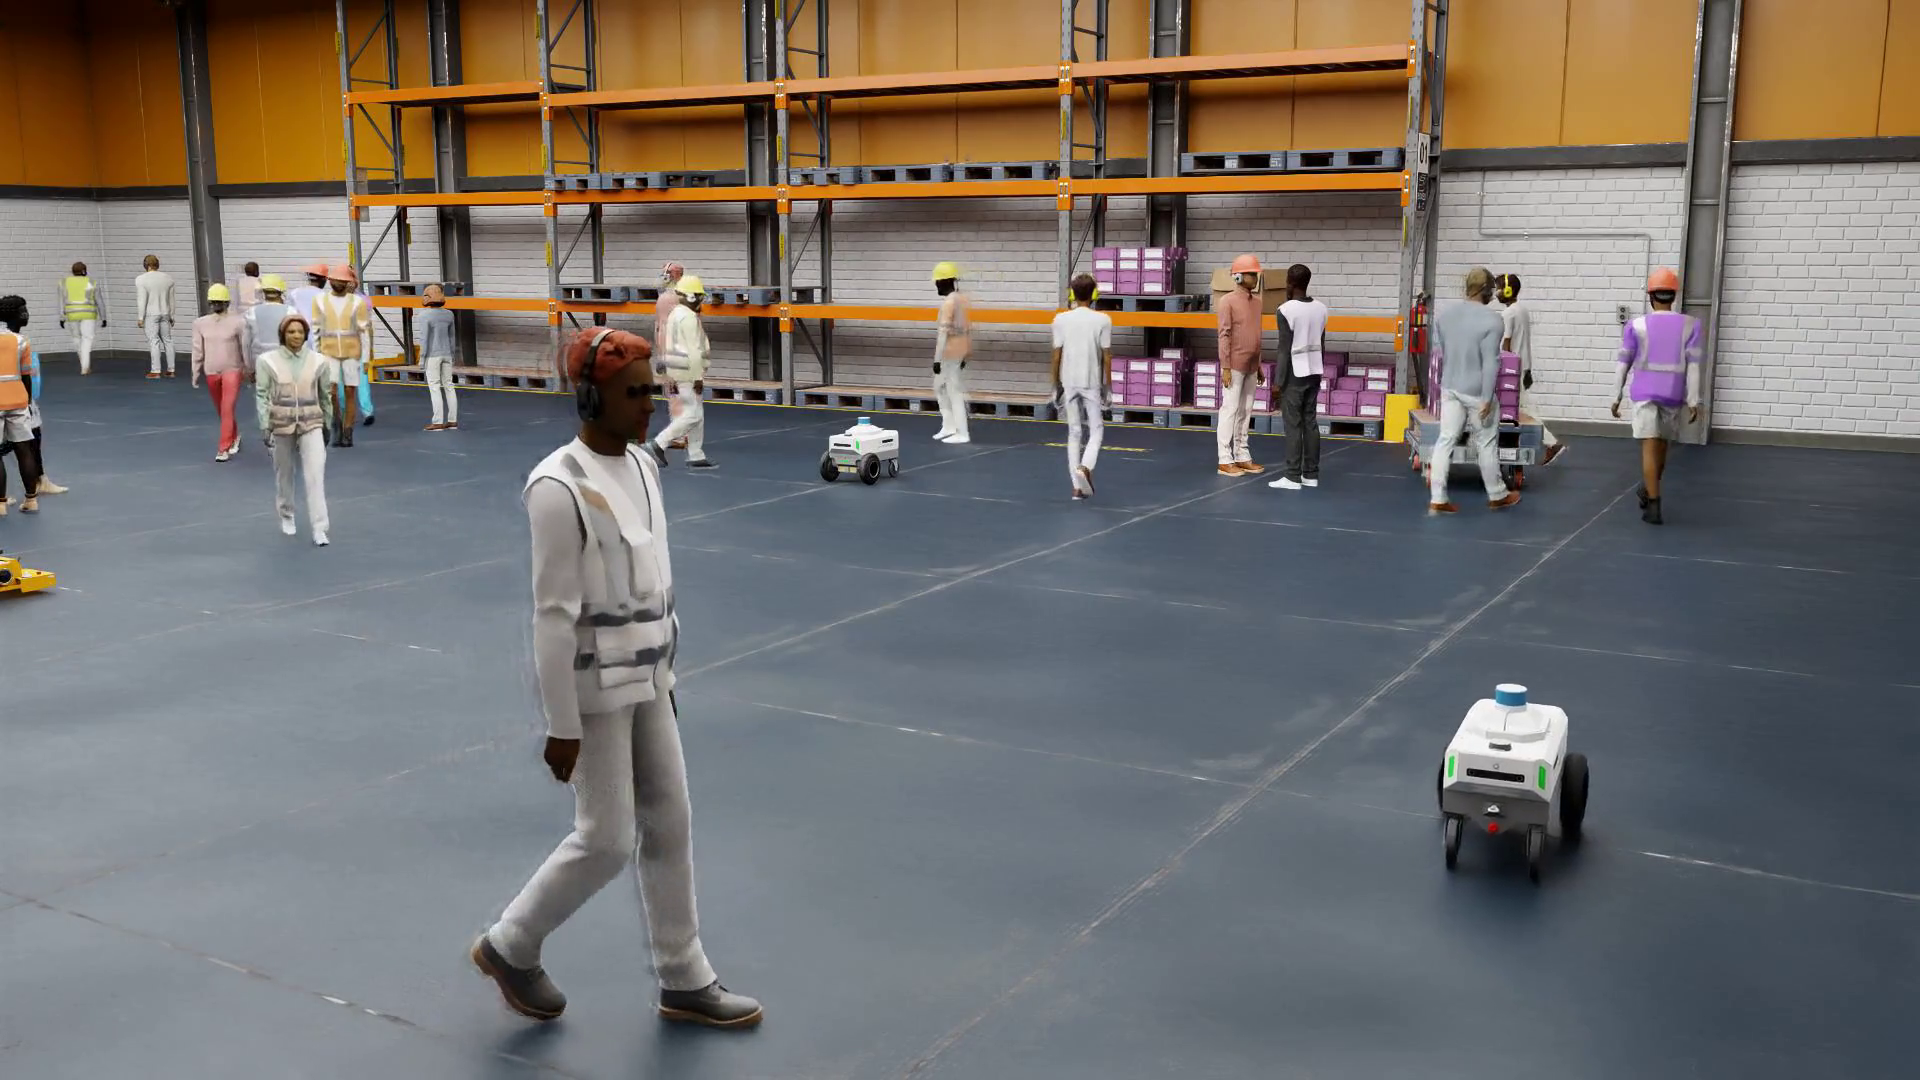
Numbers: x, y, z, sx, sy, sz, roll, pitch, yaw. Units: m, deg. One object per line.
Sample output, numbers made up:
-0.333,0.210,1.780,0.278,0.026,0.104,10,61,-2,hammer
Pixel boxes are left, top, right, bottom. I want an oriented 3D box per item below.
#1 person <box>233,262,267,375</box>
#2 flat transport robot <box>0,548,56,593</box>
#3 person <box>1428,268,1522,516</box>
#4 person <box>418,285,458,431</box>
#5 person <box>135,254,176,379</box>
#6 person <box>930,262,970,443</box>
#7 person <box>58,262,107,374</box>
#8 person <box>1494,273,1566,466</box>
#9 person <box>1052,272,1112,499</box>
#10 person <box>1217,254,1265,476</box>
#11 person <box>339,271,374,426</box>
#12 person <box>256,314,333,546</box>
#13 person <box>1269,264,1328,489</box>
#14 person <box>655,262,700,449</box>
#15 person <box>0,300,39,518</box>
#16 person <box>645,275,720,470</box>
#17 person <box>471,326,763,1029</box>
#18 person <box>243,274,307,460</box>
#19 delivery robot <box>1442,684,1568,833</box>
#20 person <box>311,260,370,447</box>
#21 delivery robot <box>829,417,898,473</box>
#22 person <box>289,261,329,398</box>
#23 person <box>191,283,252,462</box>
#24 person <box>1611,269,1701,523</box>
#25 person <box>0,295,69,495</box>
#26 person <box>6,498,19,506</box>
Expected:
-11.449,-3.604,27.070,0.647,1.797,0.952,1,10,8,person
-6.062,0.262,9.518,0.652,0.197,1.431,6,12,29,flat transport robot
3.978,-1.138,12.830,0.888,1.898,0.633,-7,12,-35,person
-5.887,-2.046,18.729,0.266,1.632,0.509,6,12,29,person
-12.627,-3.504,26.129,0.356,1.936,0.638,6,12,29,person
-0.150,-1.959,17.461,0.602,1.902,0.601,3,10,14,person
-14.348,-3.639,27.277,0.660,1.794,0.939,-2,10,-11,person
5.312,-1.609,15.740,0.892,1.827,0.535,6,12,31,person
0.979,-1.234,13.508,0.519,1.859,0.506,3,10,17,person
2.555,-1.583,15.080,0.375,1.997,0.611,9,14,42,person
-7.053,-2.212,19.241,0.578,1.786,1.003,-5,11,-28,person
-4.679,-0.792,11.713,0.503,1.600,0.849,-5,11,-26,person
2.907,-1.391,14.219,0.597,1.916,0.370,-8,13,-40,person
-2.925,-1.889,17.074,0.402,1.906,0.652,5,11,24,person
-7.341,-1.015,12.714,0.316,1.695,0.542,6,12,29,person
-2.569,-1.522,15.282,0.615,1.808,0.604,-4,11,-19,person
-0.920,0.387,4.318,0.739,1.862,0.587,2,10,14,person
-6.719,-1.714,16.404,0.612,1.779,0.916,-2,10,-9,person
1.889,0.741,5.736,0.477,0.478,0.707,5,11,24,delivery robot
-6.347,-1.893,17.050,0.582,1.918,0.532,-3,10,-17,person
-0.846,-0.846,14.724,0.477,0.478,0.707,6,12,29,delivery robot
-7.618,-2.312,19.486,0.586,1.899,0.708,2,10,8,person
-7.201,-1.656,16.289,0.513,1.711,0.931,-1,10,-6,person
5.289,-1.108,12.700,0.573,1.881,0.994,2,10,10,person
-7.862,-1.189,13.767,0.695,1.676,0.539,-3,10,-16,person
-8.005,-1.188,12.878,1.001,2.004,0.625,-6,12,-30,person
